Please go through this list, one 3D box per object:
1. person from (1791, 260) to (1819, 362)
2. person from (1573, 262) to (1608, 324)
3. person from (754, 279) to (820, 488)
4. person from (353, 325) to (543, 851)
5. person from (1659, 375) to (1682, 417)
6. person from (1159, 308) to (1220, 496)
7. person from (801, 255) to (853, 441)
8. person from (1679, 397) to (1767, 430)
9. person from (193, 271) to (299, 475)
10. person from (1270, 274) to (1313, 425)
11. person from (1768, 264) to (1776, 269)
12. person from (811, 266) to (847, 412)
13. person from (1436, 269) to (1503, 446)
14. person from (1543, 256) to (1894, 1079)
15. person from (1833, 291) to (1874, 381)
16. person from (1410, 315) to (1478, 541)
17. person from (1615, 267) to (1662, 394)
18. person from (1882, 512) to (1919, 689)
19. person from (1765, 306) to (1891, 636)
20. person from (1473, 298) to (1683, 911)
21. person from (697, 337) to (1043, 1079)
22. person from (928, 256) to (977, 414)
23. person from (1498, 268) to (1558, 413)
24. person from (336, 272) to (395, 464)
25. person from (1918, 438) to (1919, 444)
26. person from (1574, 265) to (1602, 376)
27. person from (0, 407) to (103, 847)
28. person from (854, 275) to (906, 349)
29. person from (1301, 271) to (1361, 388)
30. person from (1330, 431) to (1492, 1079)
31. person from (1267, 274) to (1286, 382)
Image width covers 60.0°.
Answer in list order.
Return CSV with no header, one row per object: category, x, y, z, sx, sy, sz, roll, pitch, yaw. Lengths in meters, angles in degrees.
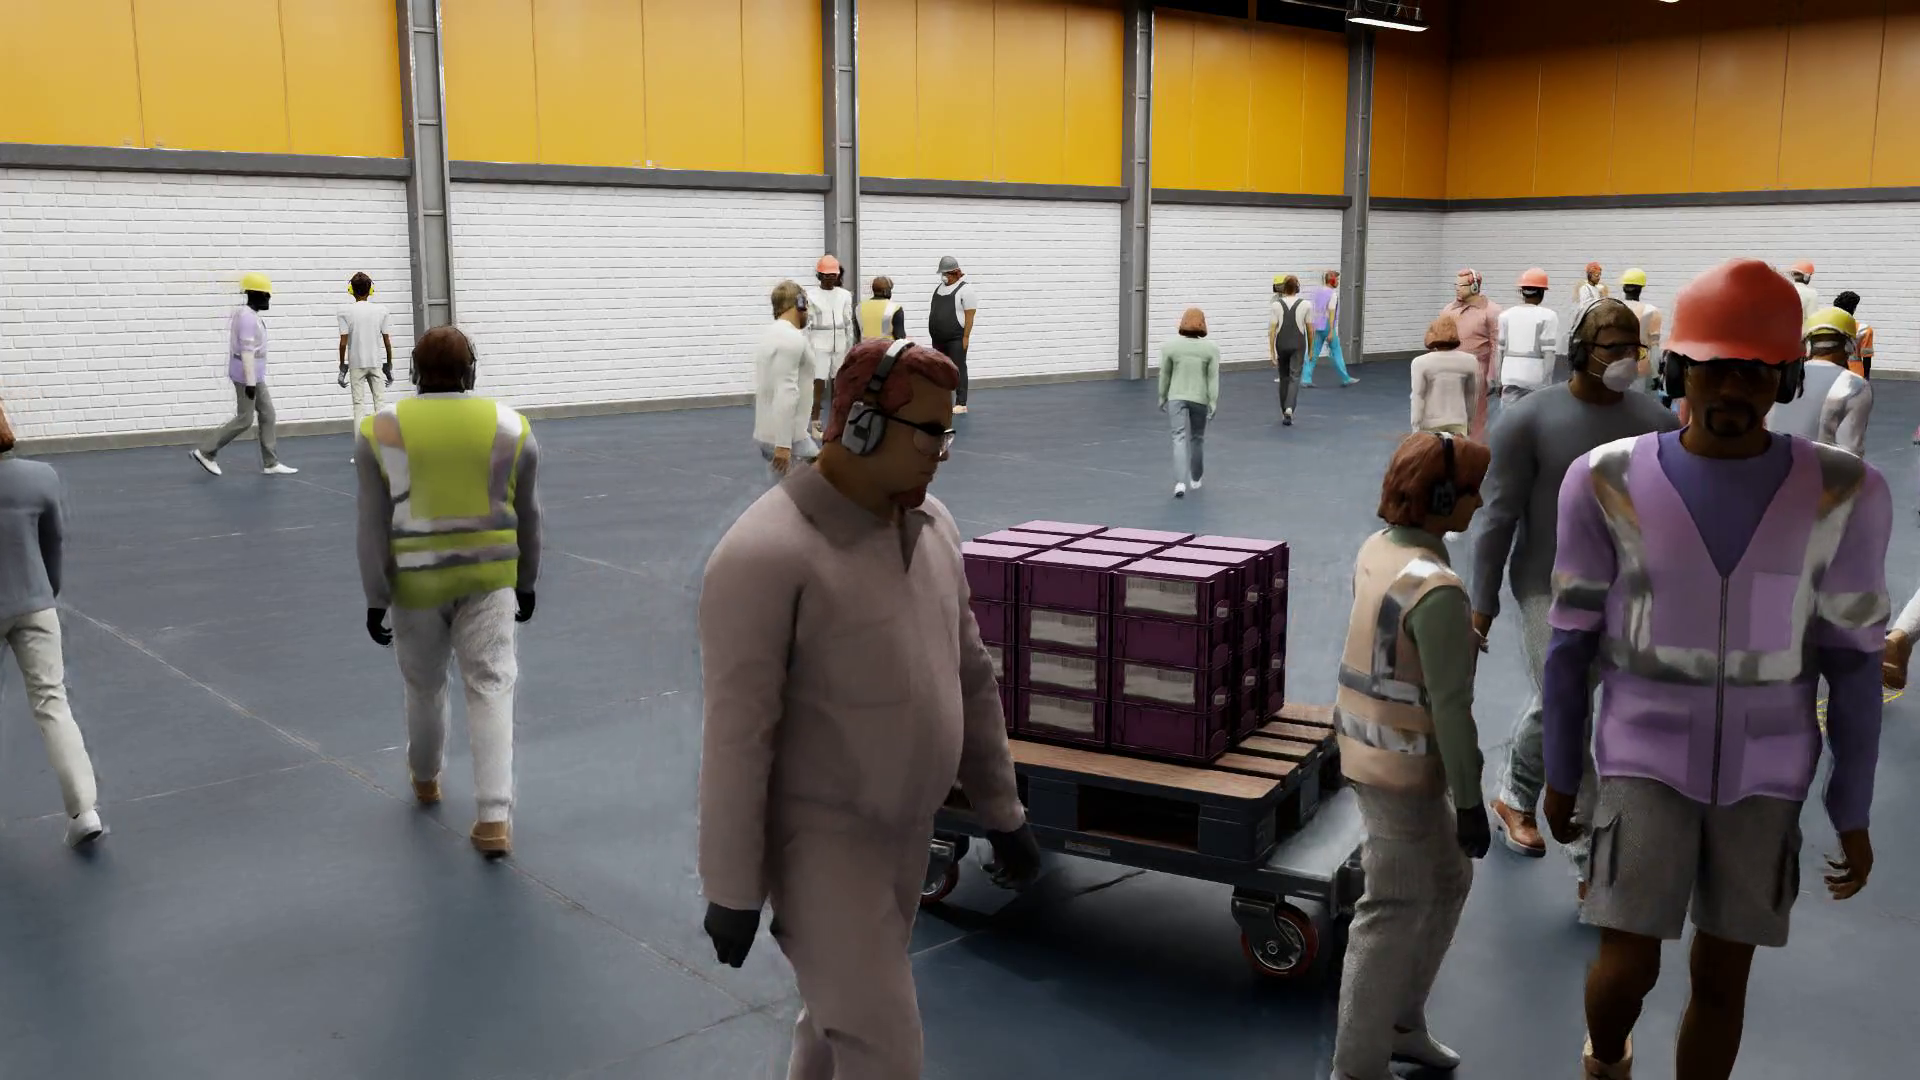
person,10.759,-2.621,21.481,0.565,1.980,0.620,-5,11,-26
person,10.937,-3.838,28.766,0.560,1.911,0.657,8,12,38
person,-0.988,-0.542,9.566,0.469,1.886,0.712,-3,10,-20
person,-1.783,0.145,5.851,0.628,1.789,0.994,-4,10,-21
person,5.173,-0.792,11.667,0.536,1.668,0.757,3,10,19
person,1.947,-1.176,14.147,0.503,1.589,0.862,1,10,5
person,-1.441,-2.104,18.293,0.613,2.035,0.389,-6,11,-30
person,3.950,-0.430,8.699,0.723,1.968,0.637,-4,11,-24
person,-6.613,-1.514,15.248,0.821,1.894,0.599,-2,10,-14
person,3.997,-2.303,20.129,0.514,1.812,0.924,3,10,18
person,8.558,-1.984,17.876,0.371,1.933,0.627,1,10,5
person,-1.657,-2.615,21.637,0.628,1.905,1.011,9,13,42
person,4.581,-1.497,15.102,0.405,1.904,0.653,-8,13,-39
person,1.481,0.460,3.309,0.607,2.026,0.413,3,10,16
person,8.288,-1.491,15.672,0.538,1.695,0.319,7,12,35
person,3.472,-0.822,12.059,0.507,1.596,0.839,0,10,1
person,6.392,-1.647,15.948,0.594,1.912,0.447,8,12,38
person,4.550,-0.135,7.426,0.660,1.815,0.666,-5,11,-26
person,4.204,-0.241,8.124,0.881,1.771,0.584,-5,11,-29
person,1.976,0.185,5.294,0.648,1.892,1.007,-2,10,-12
person,-0.121,0.570,3.092,0.702,1.874,0.649,5,11,27
person,-0.152,-2.648,21.442,0.674,2.000,0.535,9,13,42
person,4.875,-1.375,14.349,0.557,1.918,0.482,8,13,41
person,-5.786,-1.658,16.177,0.538,1.860,0.313,-6,12,-33
person,10.516,-1.785,17.329,0.927,1.722,0.534,0,10,2
person,9.693,-3.291,25.664,0.360,1.885,0.575,7,12,37
person,-3.278,0.264,5.705,0.858,1.594,0.496,8,13,40
person,-0.852,-1.899,17.696,0.638,1.820,0.614,6,12,33
person,5.653,-3.208,25.437,0.967,1.793,0.590,-3,10,-17
person,1.104,0.554,3.902,0.495,1.621,0.540,0,10,0
person,5.143,-3.383,26.666,0.485,1.723,0.505,-6,12,-32
